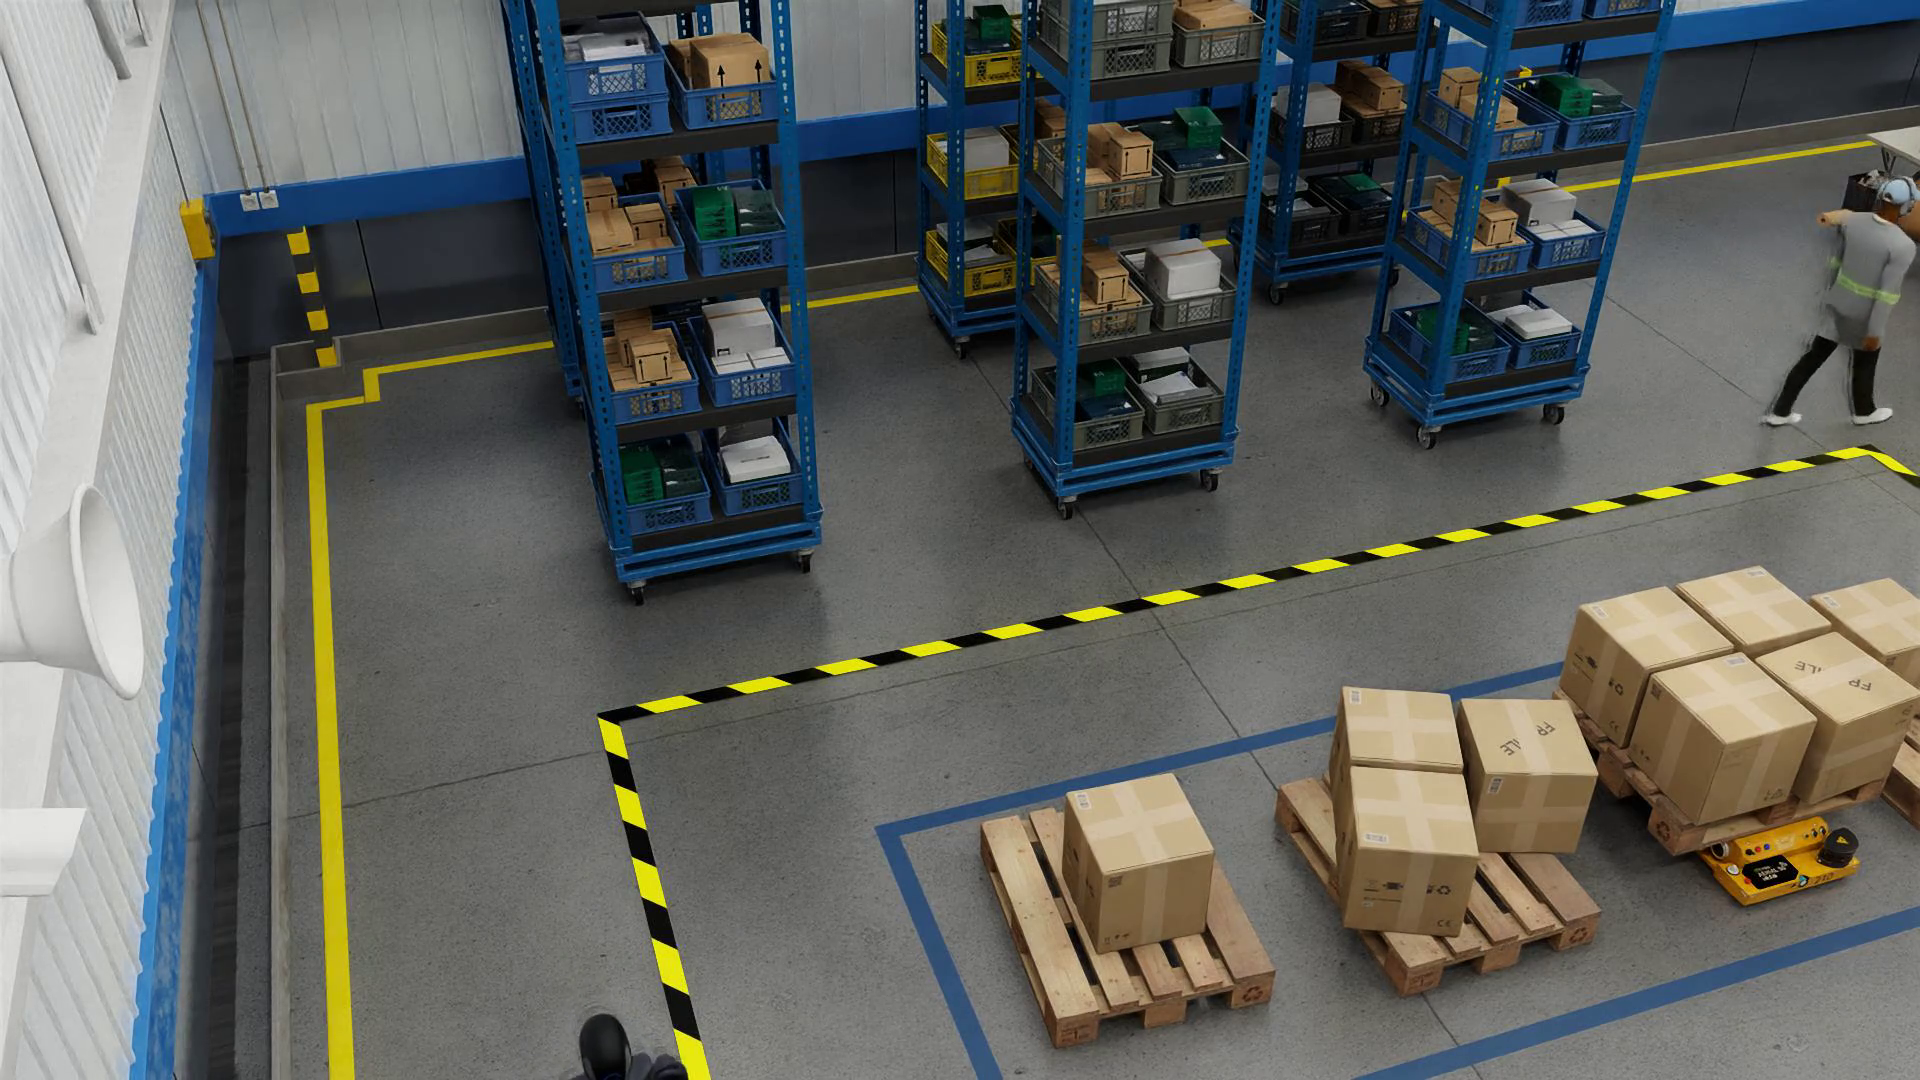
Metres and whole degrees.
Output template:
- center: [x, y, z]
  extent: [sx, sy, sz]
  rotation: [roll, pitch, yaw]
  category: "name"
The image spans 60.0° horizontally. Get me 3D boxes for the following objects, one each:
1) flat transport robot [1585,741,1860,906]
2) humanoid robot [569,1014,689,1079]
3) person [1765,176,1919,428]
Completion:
- center: [3.738, 1.188, 8.347]
  extent: [0.652, 0.197, 1.431]
  rotation: [-11, 37, -15]
  category: "flat transport robot"
- center: [-1.171, 2.178, 5.748]
  extent: [0.590, 1.636, 0.439]
  rotation: [-18, 39, -23]
  category: "humanoid robot"
- center: [5.918, -1.536, 10.900]
  extent: [0.883, 1.804, 0.611]
  rotation: [-11, 37, -15]
  category: "person"
